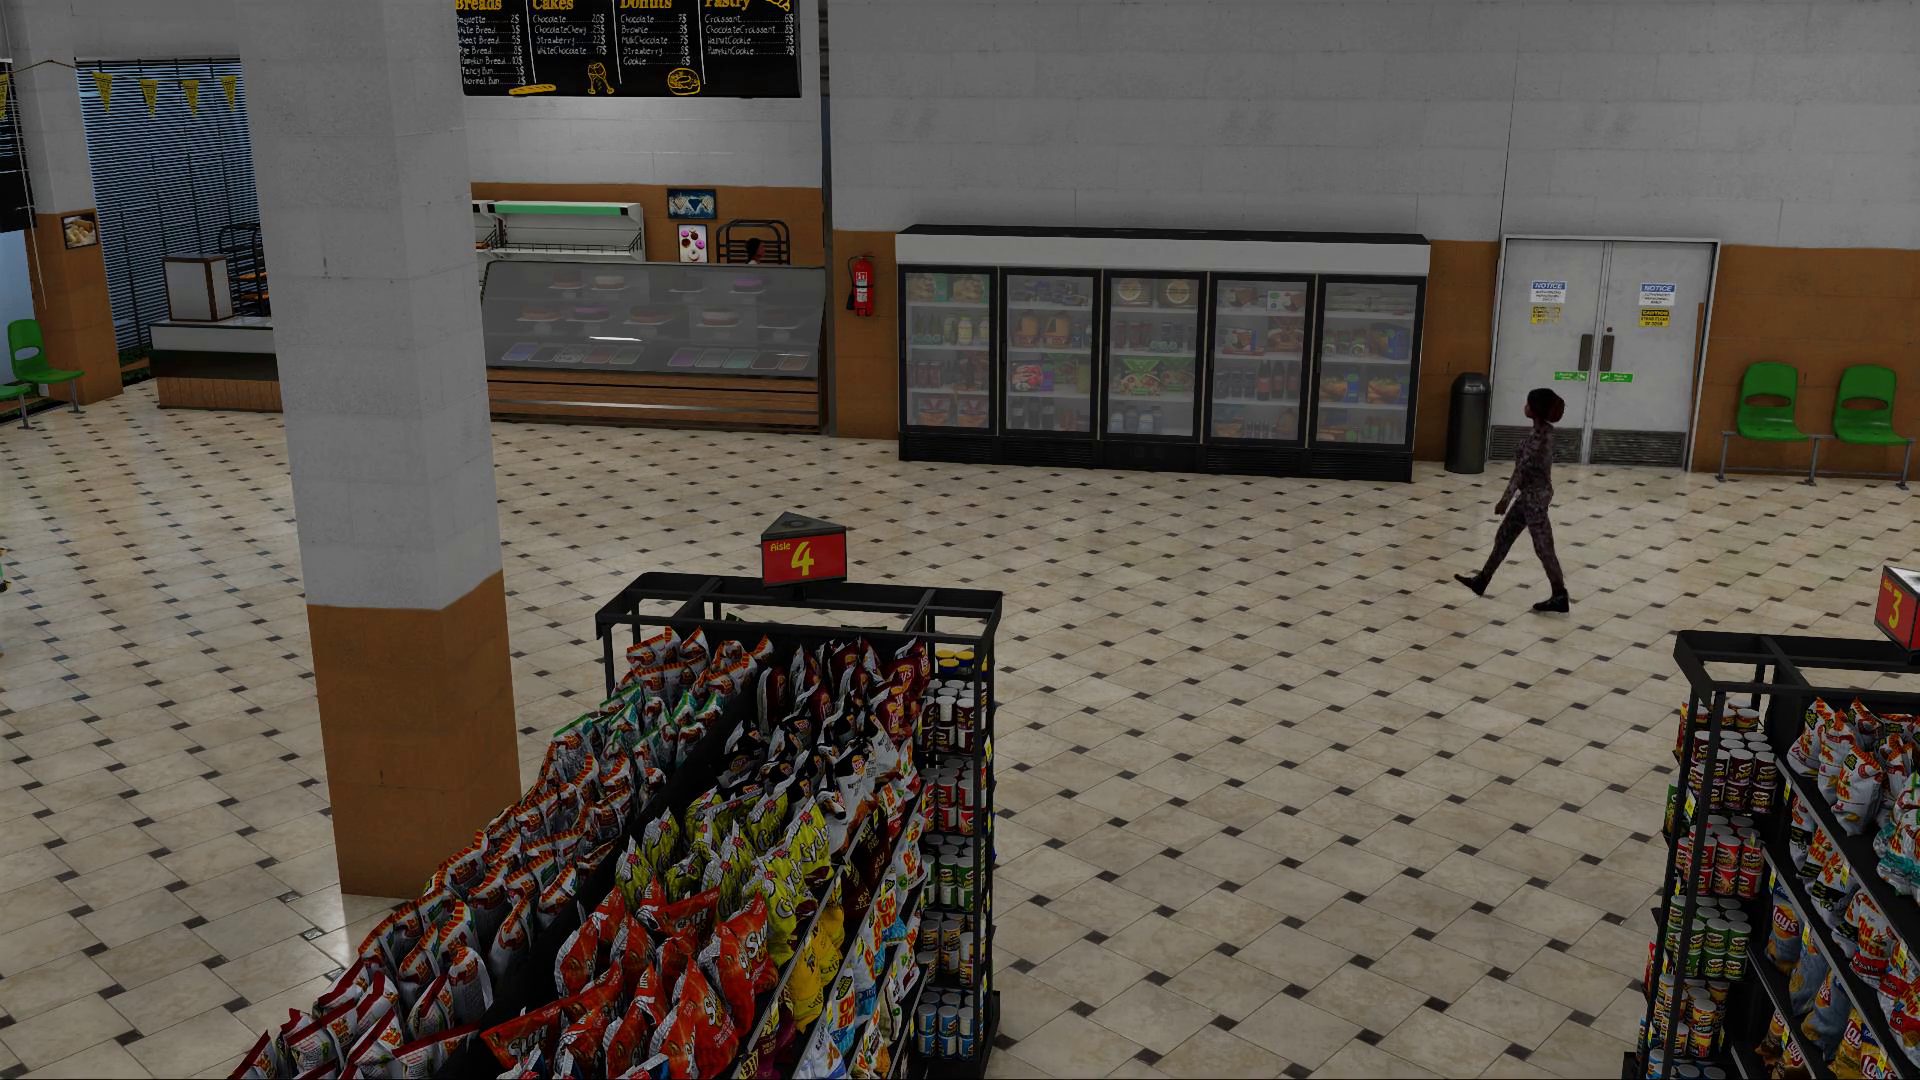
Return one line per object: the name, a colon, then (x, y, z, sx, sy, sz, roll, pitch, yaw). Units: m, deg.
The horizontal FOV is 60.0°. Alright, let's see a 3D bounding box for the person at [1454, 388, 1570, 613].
person: (4.326, -0.248, 12.299, 0.904, 1.672, 1.111, 9, 19, 28)
